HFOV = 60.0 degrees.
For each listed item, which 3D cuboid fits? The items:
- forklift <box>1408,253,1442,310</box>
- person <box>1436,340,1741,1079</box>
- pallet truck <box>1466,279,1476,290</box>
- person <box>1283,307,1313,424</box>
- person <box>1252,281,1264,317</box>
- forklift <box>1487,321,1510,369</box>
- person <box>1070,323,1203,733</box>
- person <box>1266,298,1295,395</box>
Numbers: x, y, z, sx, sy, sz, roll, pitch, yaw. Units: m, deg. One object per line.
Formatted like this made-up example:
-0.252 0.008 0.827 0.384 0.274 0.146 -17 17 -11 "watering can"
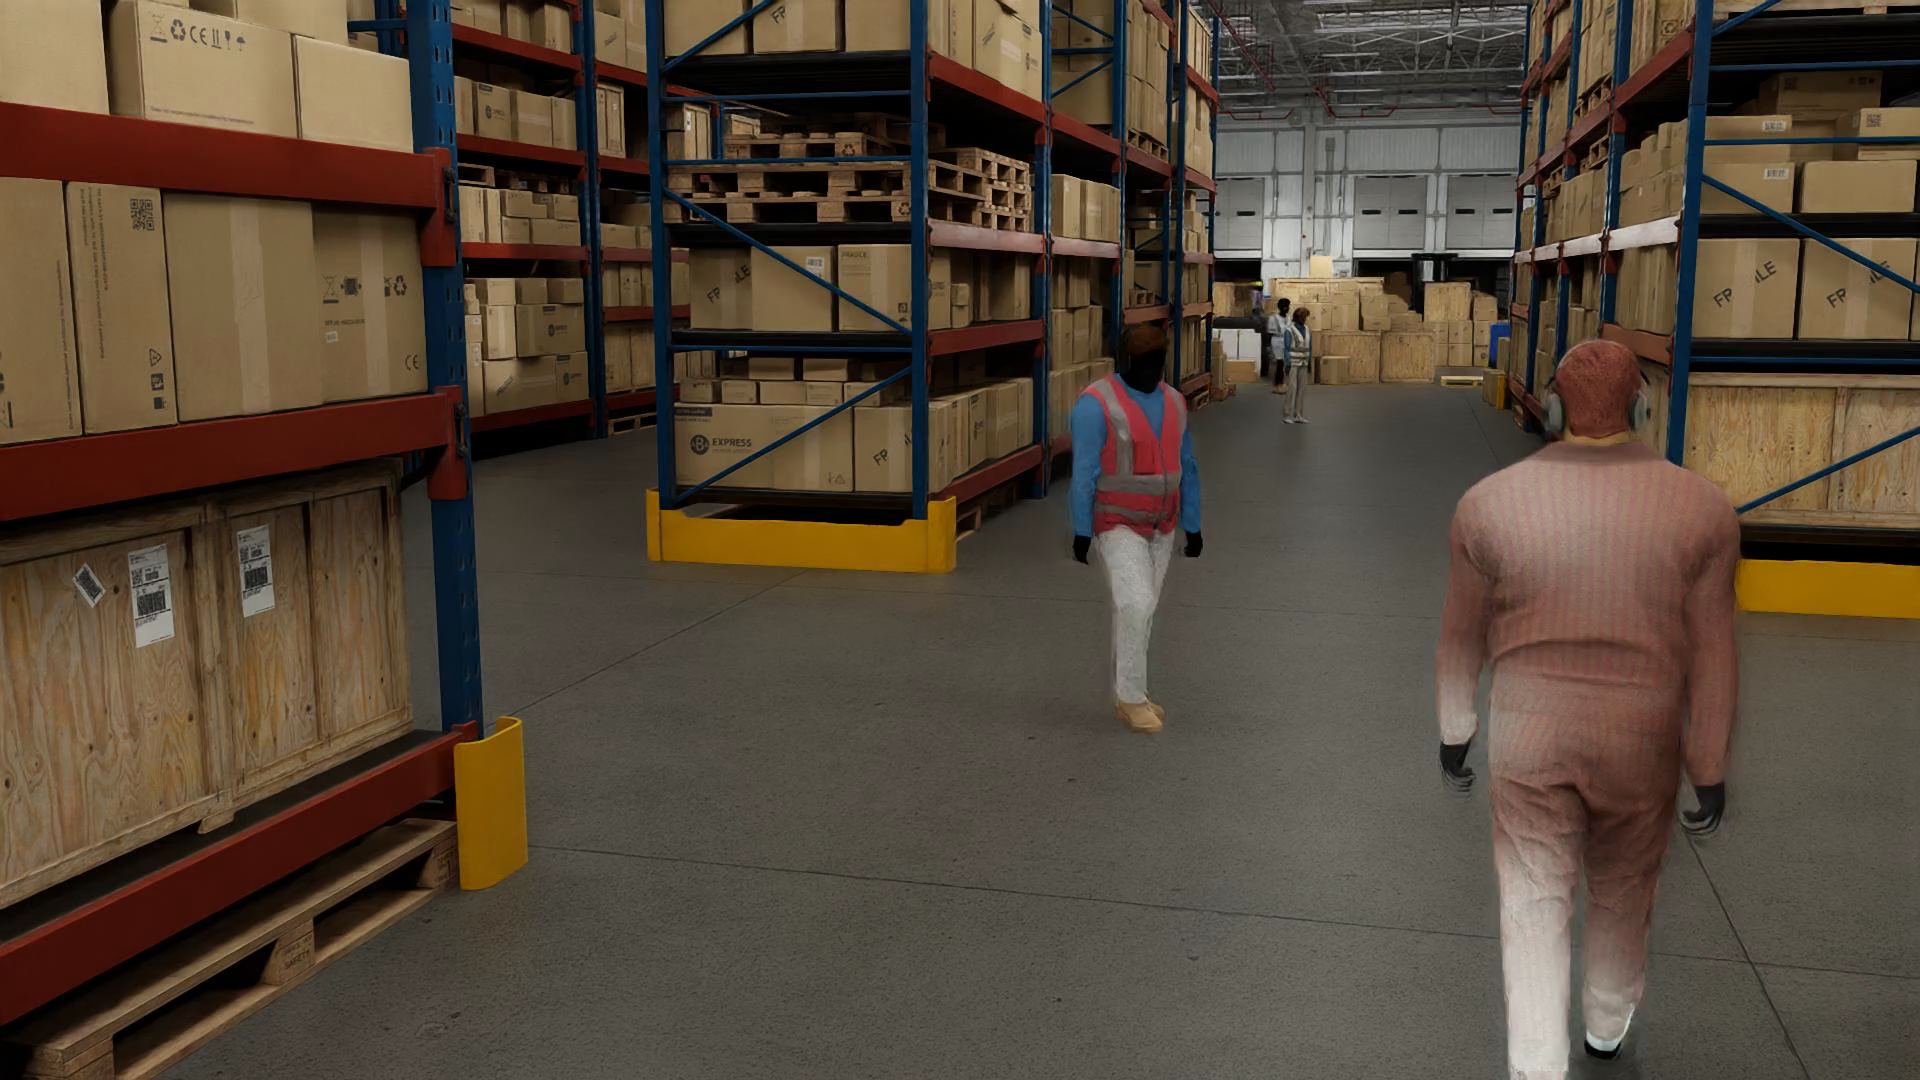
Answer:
15.027 -7.866 53.745 1.129 2.768 1.873 -2 9 -13 "forklift"
1.505 0.456 4.060 0.665 1.865 0.963 3 9 20 "person"
18.896 -8.459 60.307 1.885 1.965 0.823 5 10 31 "pallet truck"
4.697 -2.427 23.147 0.525 1.628 0.347 -6 11 -35 "person"
11.167 -8.627 61.681 0.856 1.893 0.619 4 10 24 "person"
11.971 -4.778 34.126 1.129 2.768 1.873 -8 12 -42 "forklift"
0.856 -0.052 7.439 0.653 1.820 0.622 -6 11 -35 "person"
5.627 -3.335 28.760 0.549 1.662 0.787 -4 10 -26 "person"
